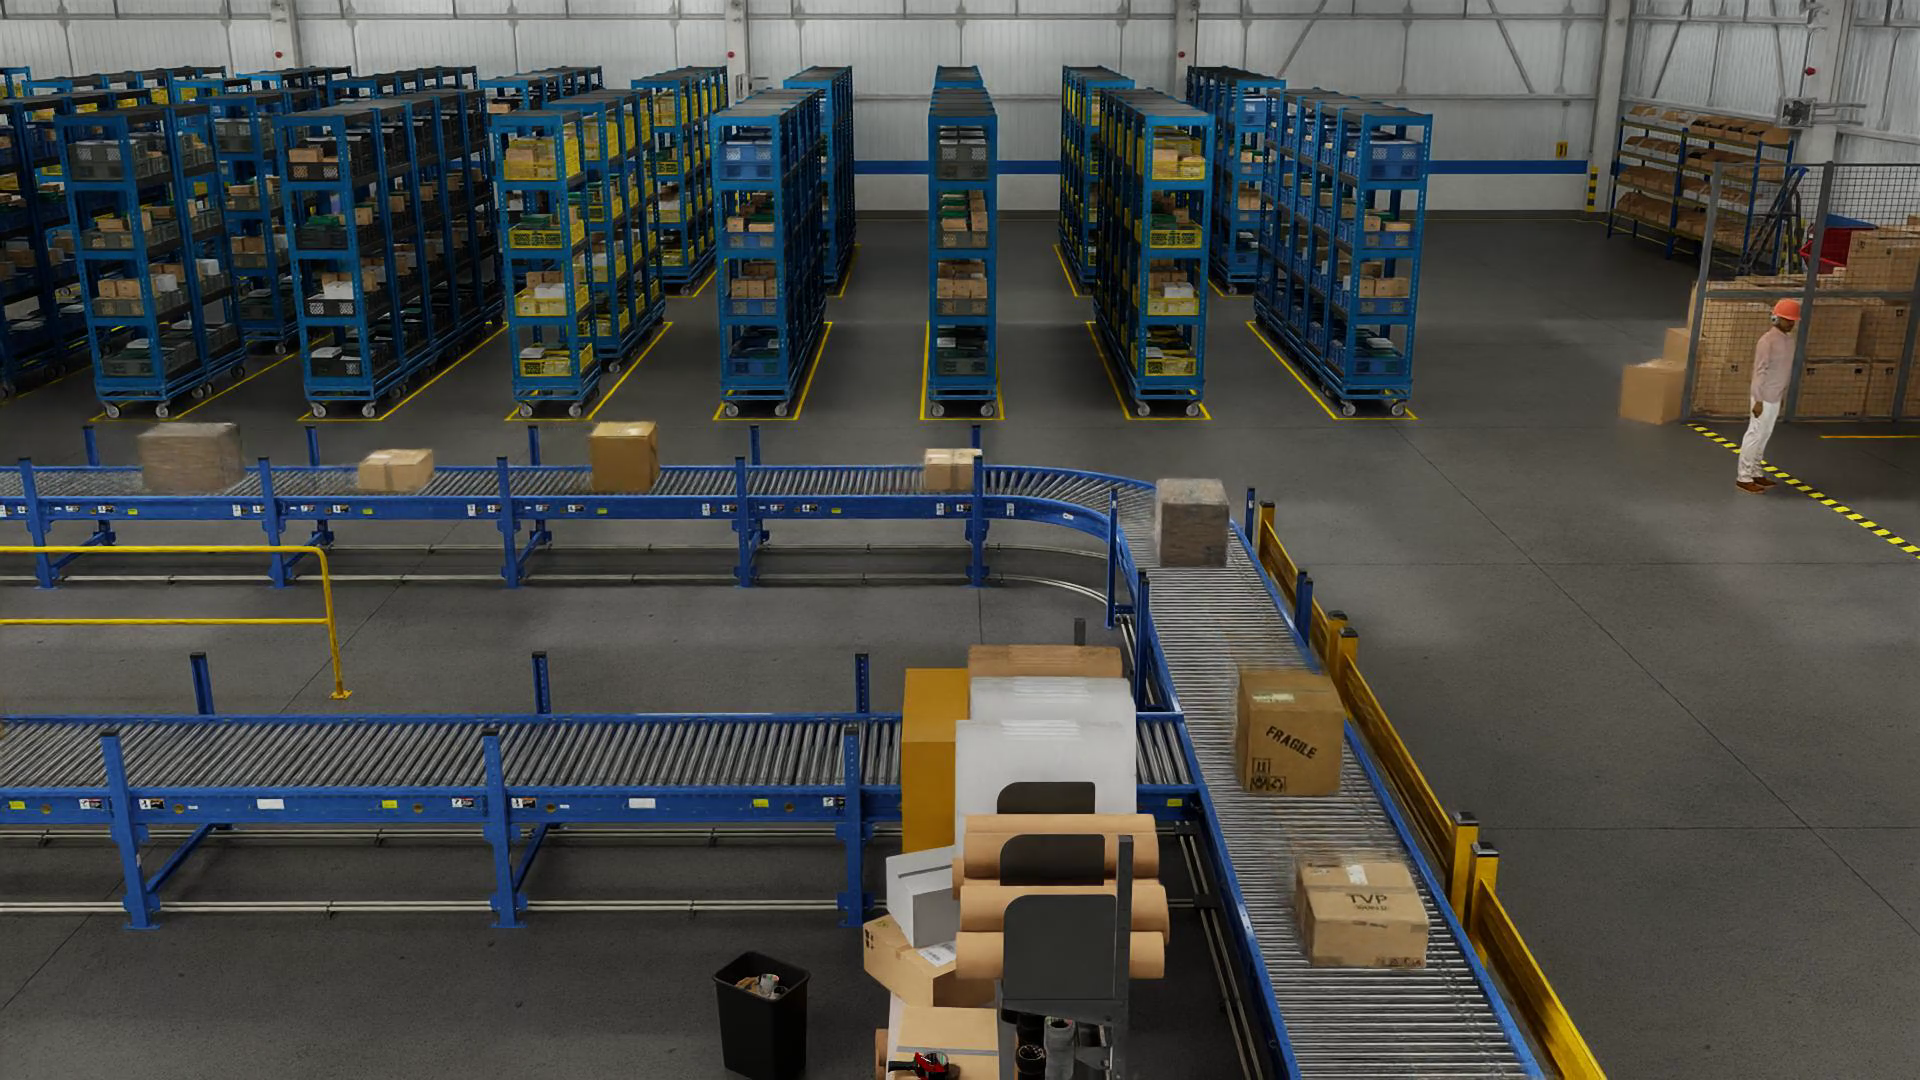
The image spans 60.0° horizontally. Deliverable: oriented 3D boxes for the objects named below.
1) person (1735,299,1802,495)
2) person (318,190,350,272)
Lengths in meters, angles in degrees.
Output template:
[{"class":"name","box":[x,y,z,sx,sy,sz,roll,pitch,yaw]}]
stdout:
[{"class":"person","box":[8.256,-1.466,16.938,0.614,1.988,0.395,-16,24,-41]},{"class":"person","box":[-11.177,-5.563,29.807,0.603,1.825,0.525,-2,18,-6]}]
